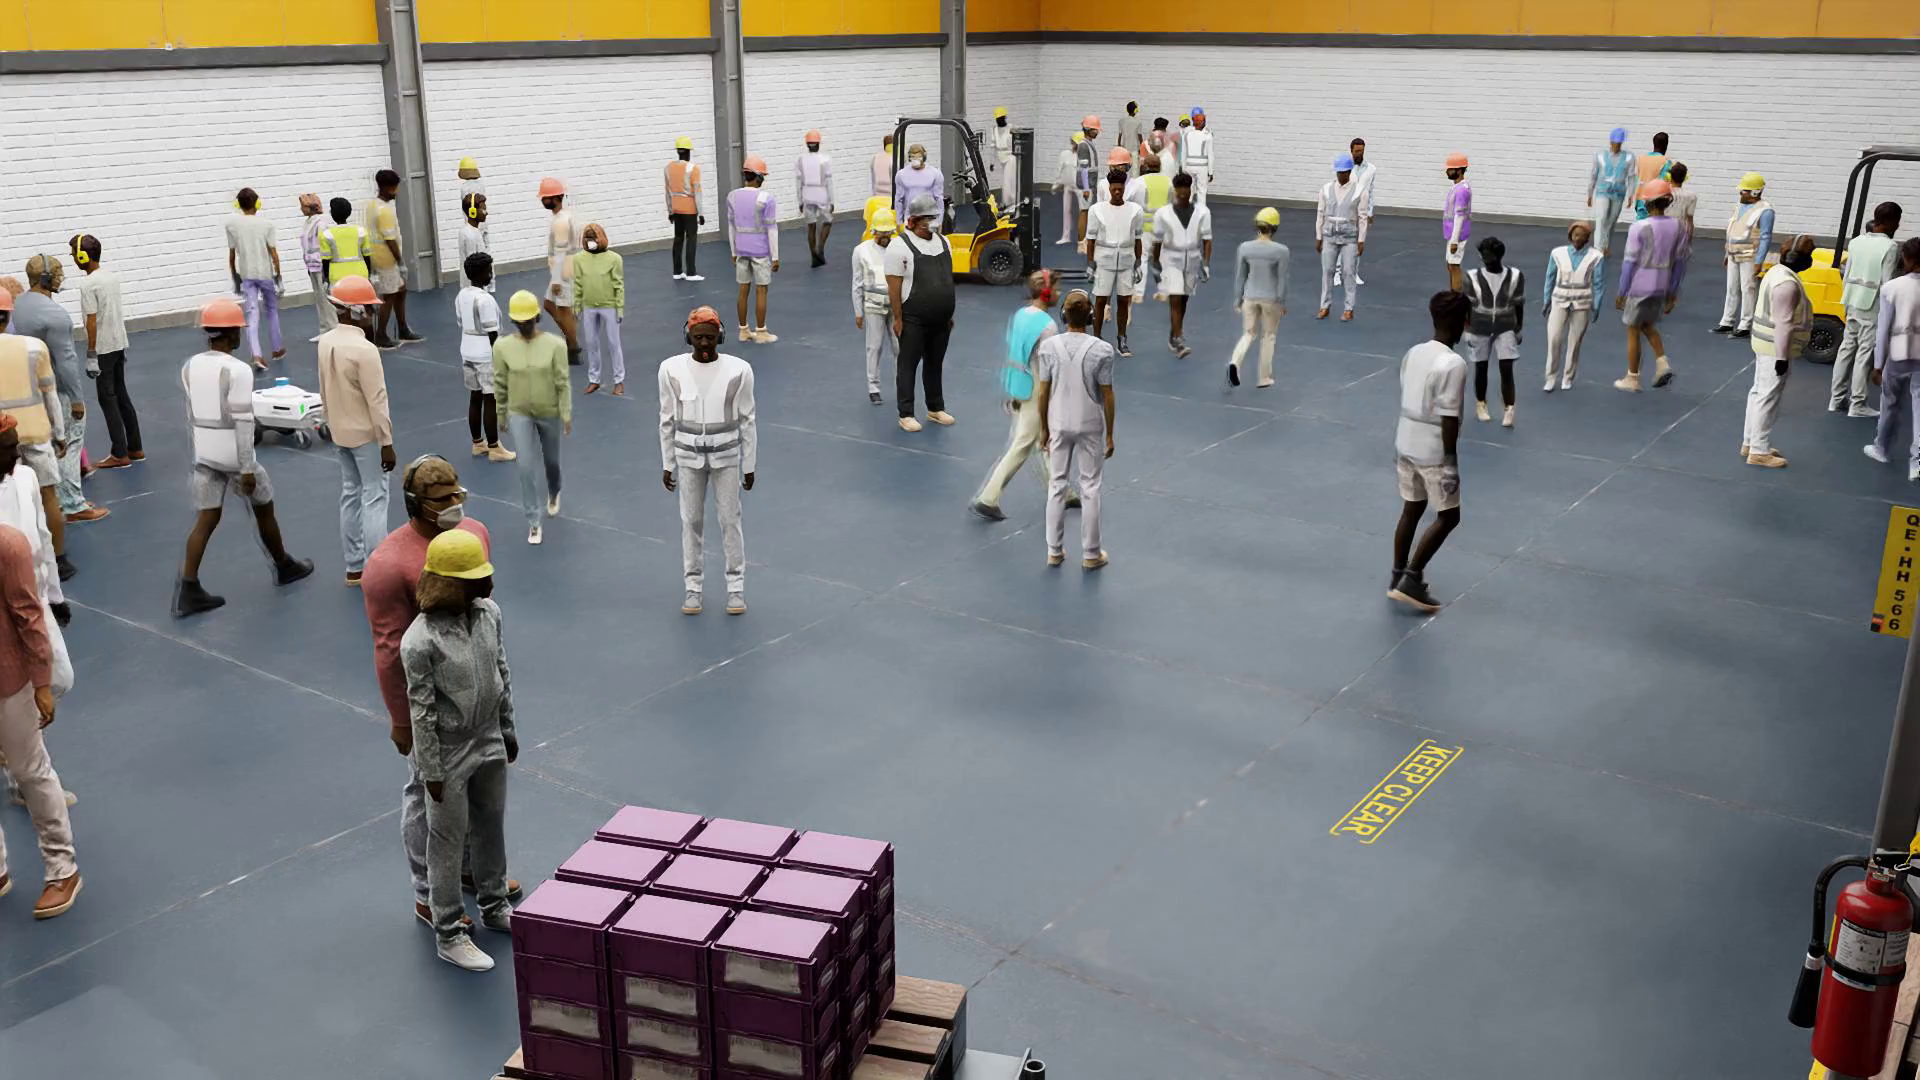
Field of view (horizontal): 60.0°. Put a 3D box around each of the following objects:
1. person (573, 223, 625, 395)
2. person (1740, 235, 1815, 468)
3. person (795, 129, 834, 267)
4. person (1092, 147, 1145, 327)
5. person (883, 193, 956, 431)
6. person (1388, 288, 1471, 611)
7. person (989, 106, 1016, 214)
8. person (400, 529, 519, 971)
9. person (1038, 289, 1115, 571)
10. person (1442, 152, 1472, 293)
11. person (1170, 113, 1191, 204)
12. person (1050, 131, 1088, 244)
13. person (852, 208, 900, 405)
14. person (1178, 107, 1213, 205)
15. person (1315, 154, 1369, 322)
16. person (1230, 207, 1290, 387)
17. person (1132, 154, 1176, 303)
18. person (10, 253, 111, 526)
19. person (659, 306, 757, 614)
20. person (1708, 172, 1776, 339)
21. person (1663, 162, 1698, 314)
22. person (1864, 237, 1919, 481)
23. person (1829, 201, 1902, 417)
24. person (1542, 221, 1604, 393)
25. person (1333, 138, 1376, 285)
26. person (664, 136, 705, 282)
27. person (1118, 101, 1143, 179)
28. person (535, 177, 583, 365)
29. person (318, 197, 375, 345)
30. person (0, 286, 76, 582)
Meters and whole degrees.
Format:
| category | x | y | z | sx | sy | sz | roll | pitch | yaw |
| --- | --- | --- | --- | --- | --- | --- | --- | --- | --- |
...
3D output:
| category | x | y | z | sx | sy | sz | roll | pitch | yaw |
| --- | --- | --- | --- | --- | --- | --- | --- | --- | --- |
| person | -3.417 | -2.188 | 15.772 | 0.502 | 1.627 | 0.271 | 3 | 18 | 8 |
| person | 6.567 | -1.518 | 13.332 | 0.429 | 1.840 | 0.629 | 5 | 19 | 17 |
| person | -2.040 | -4.823 | 23.516 | 0.555 | 1.926 | 0.412 | 4 | 18 | 12 |
| person | 1.812 | -3.480 | 19.136 | 0.608 | 2.044 | 0.370 | 10 | 20 | 28 |
| person | -0.287 | -1.975 | 14.435 | 0.688 | 2.000 | 0.538 | -15 | 23 | -38 |
| person | 2.846 | -0.547 | 10.113 | 0.458 | 1.947 | 0.646 | -4 | 18 | -13 |
| person | 0.792 | -6.783 | 29.741 | 0.859 | 1.876 | 0.602 | -16 | 24 | -42 |
| person | -1.847 | 0.788 | 6.287 | 0.322 | 1.737 | 0.485 | 8 | 20 | 25 |
| person | 0.758 | -0.706 | 10.779 | 0.510 | 1.846 | 0.341 | 6 | 19 | 18 |
| person | 5.862 | -3.627 | 19.787 | 0.389 | 1.930 | 0.544 | 3 | 18 | 10 |
| person | 3.987 | -6.728 | 29.767 | 0.531 | 1.755 | 0.343 | -3 | 18 | -9 |
| person | 1.781 | -5.487 | 25.918 | 0.675 | 1.746 | 0.458 | 12 | 21 | 33 |
| person | -0.695 | -2.153 | 15.354 | 0.602 | 1.819 | 0.403 | -6 | 19 | -18 |
| person | 4.052 | -6.458 | 28.630 | 0.602 | 1.939 | 0.418 | 4 | 18 | 11 |
| person | 4.458 | -3.535 | 19.483 | 0.611 | 1.939 | 0.418 | 10 | 20 | 29 |
| person | 2.865 | -2.297 | 15.918 | 0.529 | 1.751 | 0.598 | 12 | 21 | 34 |
| person | 2.377 | -3.880 | 20.745 | 0.631 | 1.833 | 0.429 | -6 | 19 | -19 |
| person | -6.380 | -1.055 | 11.744 | 0.637 | 1.930 | 0.373 | 13 | 22 | 35 |
| person | -1.506 | -0.471 | 9.995 | 0.575 | 1.880 | 0.360 | -1 | 18 | -2 |
| person | 8.702 | -3.154 | 18.469 | 0.404 | 1.826 | 0.587 | -4 | 18 | -12 |
| person | 8.380 | -3.534 | 19.667 | 0.552 | 1.829 | 0.887 | 7 | 19 | 21 |
| person | 7.461 | -1.425 | 13.033 | 0.607 | 1.852 | 1.042 | 5 | 18 | 16 |
| person | 8.129 | -2.063 | 14.918 | 0.390 | 1.914 | 0.587 | -3 | 18 | -10 |
| person | 5.800 | -2.195 | 15.788 | 0.540 | 1.614 | 0.674 | 7 | 19 | 22 |
| person | 5.203 | -4.354 | 22.074 | 0.587 | 1.920 | 0.392 | -3 | 18 | -10 |
| person | -3.677 | -4.445 | 22.365 | 0.597 | 1.916 | 0.409 | 10 | 20 | 29 |
| person | 3.251 | -7.398 | 31.675 | 0.514 | 1.872 | 0.328 | 8 | 19 | 23 |
| person | -4.100 | -2.725 | 16.968 | 0.433 | 1.921 | 0.561 | -4 | 18 | -12 |
| person | -6.343 | -2.696 | 17.242 | 0.537 | 1.699 | 0.317 | -13 | 22 | -36 |
| person | -5.986 | -0.659 | 10.525 | 0.578 | 1.922 | 0.428 | -14 | 23 | -37 |
